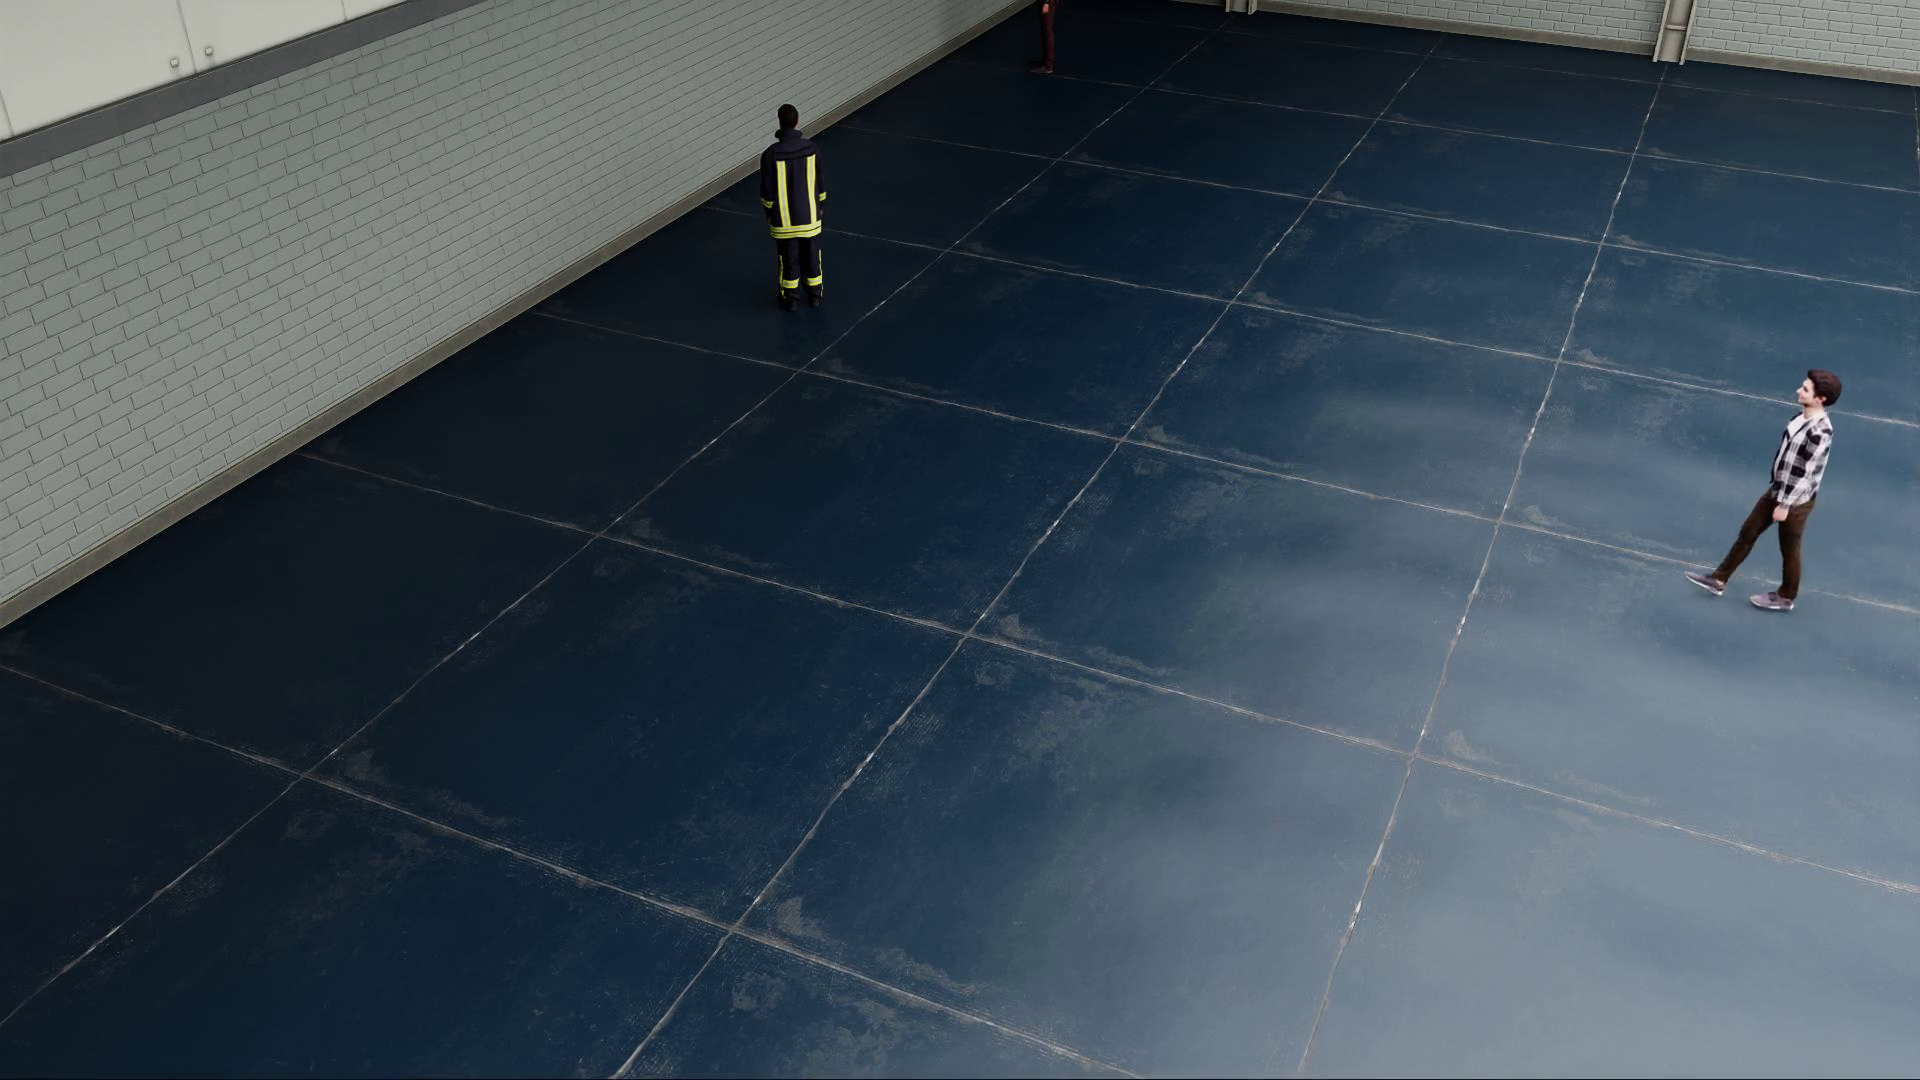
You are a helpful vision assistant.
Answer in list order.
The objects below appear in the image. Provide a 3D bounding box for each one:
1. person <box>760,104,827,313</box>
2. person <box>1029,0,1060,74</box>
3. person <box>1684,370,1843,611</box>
[{"bbox_3d":[-1.513,-3.041,15.229,0.887,1.927,0.937,-12,34,-19],"label":"person"},{"bbox_3d":[1.138,-7.067,21.667,0.751,1.868,0.769,1,32,1],"label":"person"},{"bbox_3d":[5.587,-0.291,11.001,1.019,1.788,0.787,6,33,10],"label":"person"}]
